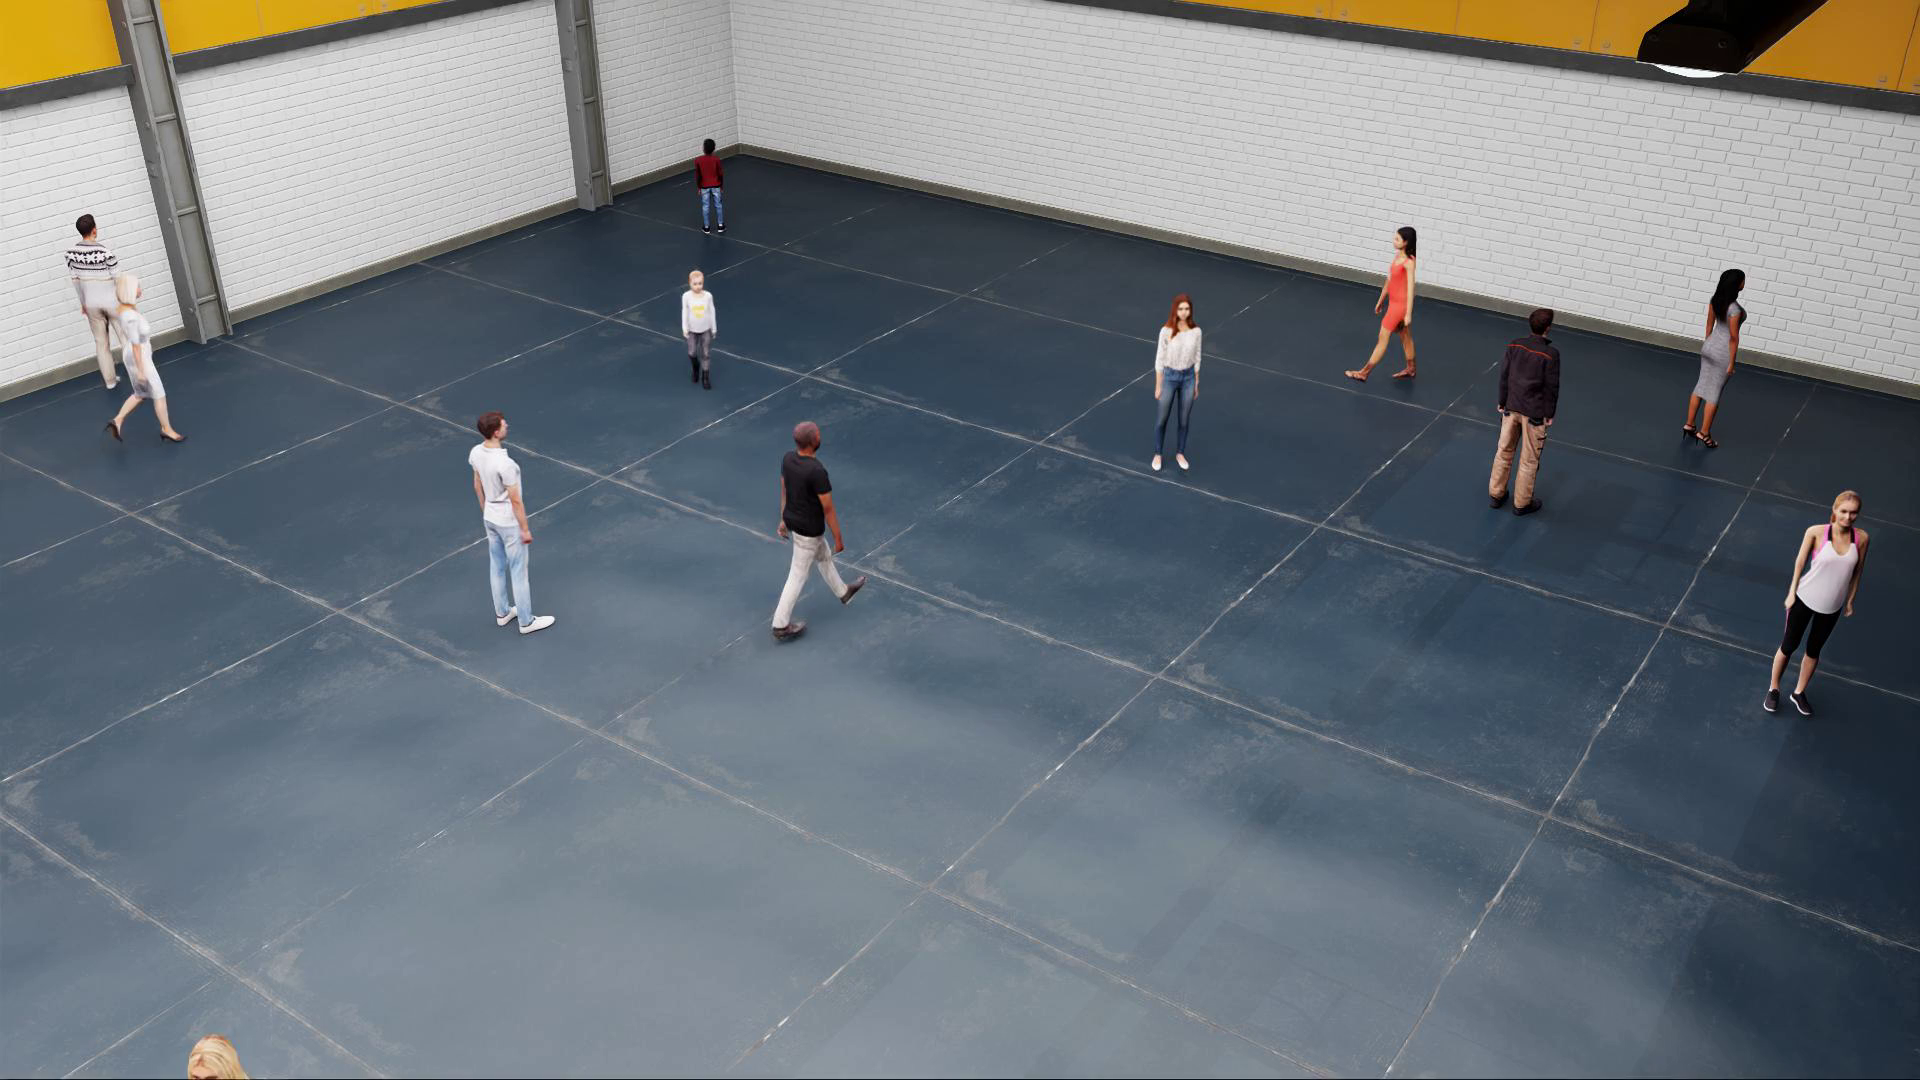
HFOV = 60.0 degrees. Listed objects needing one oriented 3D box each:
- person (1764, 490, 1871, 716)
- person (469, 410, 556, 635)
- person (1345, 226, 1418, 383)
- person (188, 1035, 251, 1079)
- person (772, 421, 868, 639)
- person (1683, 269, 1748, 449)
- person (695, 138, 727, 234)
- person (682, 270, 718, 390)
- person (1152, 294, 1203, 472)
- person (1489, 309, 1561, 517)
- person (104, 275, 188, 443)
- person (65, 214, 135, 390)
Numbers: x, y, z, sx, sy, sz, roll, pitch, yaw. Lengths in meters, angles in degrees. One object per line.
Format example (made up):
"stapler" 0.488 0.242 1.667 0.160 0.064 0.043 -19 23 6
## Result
"person" 6.187 0.439 11.999 0.673 1.787 0.644 6 29 12
"person" -3.566 -0.141 12.997 0.657 1.850 0.554 21 35 34
"person" 4.667 -2.427 17.368 1.086 1.678 1.068 -3 29 -5
"person" -3.152 2.859 7.558 1.024 1.791 1.237 1 29 2
"person" -1.253 -0.034 12.907 1.297 1.747 0.908 -22 35 -34
"person" 7.298 -1.761 16.038 0.710 1.781 0.659 -6 29 -11
"person" -3.296 -4.679 21.939 0.589 1.254 0.651 -5 29 -10
"person" -2.740 -2.231 17.432 0.639 1.273 0.698 -6 29 -11
"person" 2.035 -1.490 15.597 0.652 1.728 0.686 -1 29 -2
"person" 5.022 -1.148 14.764 0.737 1.925 0.655 25 37 38
"person" -7.948 -1.681 15.949 1.014 1.727 0.798 -19 34 -31
"person" -8.867 -2.459 17.235 0.769 1.861 0.780 0 29 0
